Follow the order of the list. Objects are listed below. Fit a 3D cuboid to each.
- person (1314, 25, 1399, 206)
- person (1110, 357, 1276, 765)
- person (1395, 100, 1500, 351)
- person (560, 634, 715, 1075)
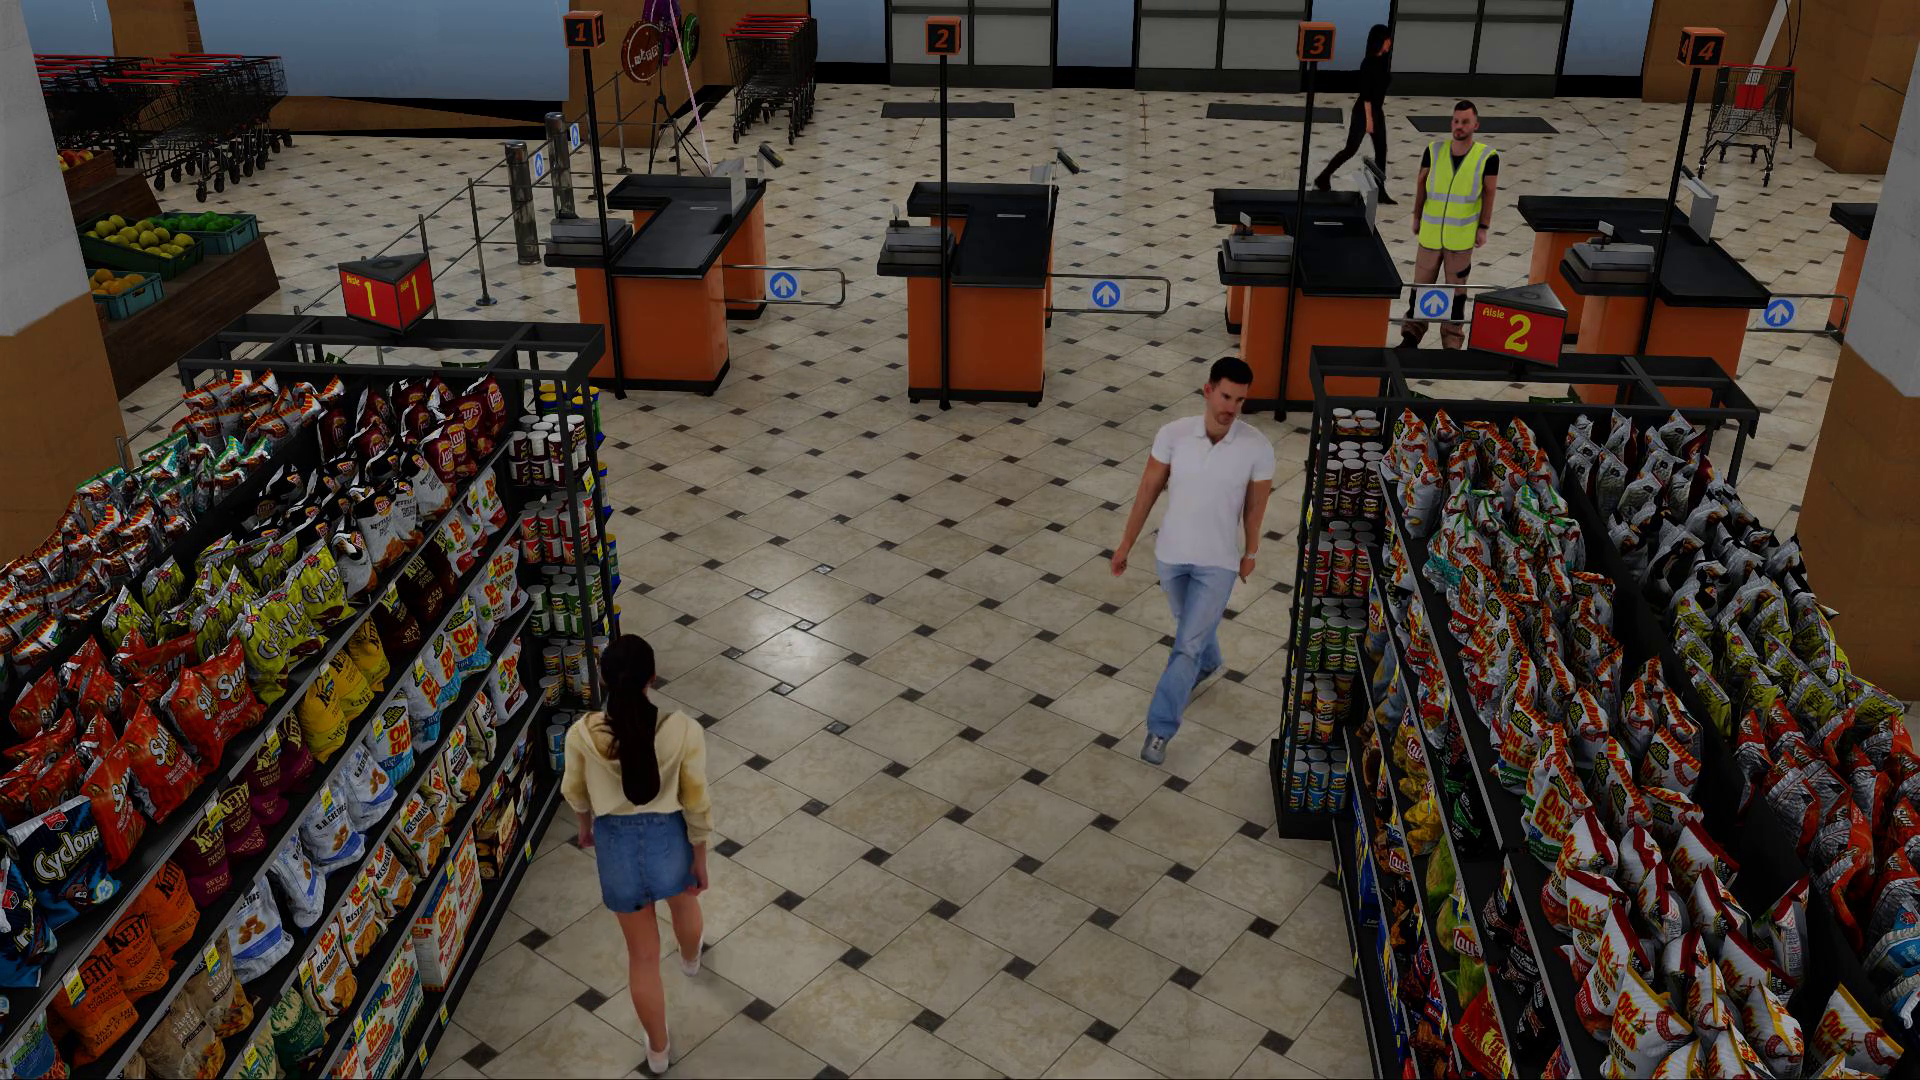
[{"bbox_3d":[3.708,-3.934,15.449,1.022,1.614,1.040,23,35,37],"label":"person"},{"bbox_3d":[1.093,0.033,7.410,1.140,1.808,1.319,18,32,32],"label":"person"},{"bbox_3d":[3.442,-2.178,11.727,0.800,1.847,0.830,11,29,21],"label":"person"},{"bbox_3d":[-1.062,1.090,5.548,0.799,1.607,1.007,-4,27,-9],"label":"person"}]
